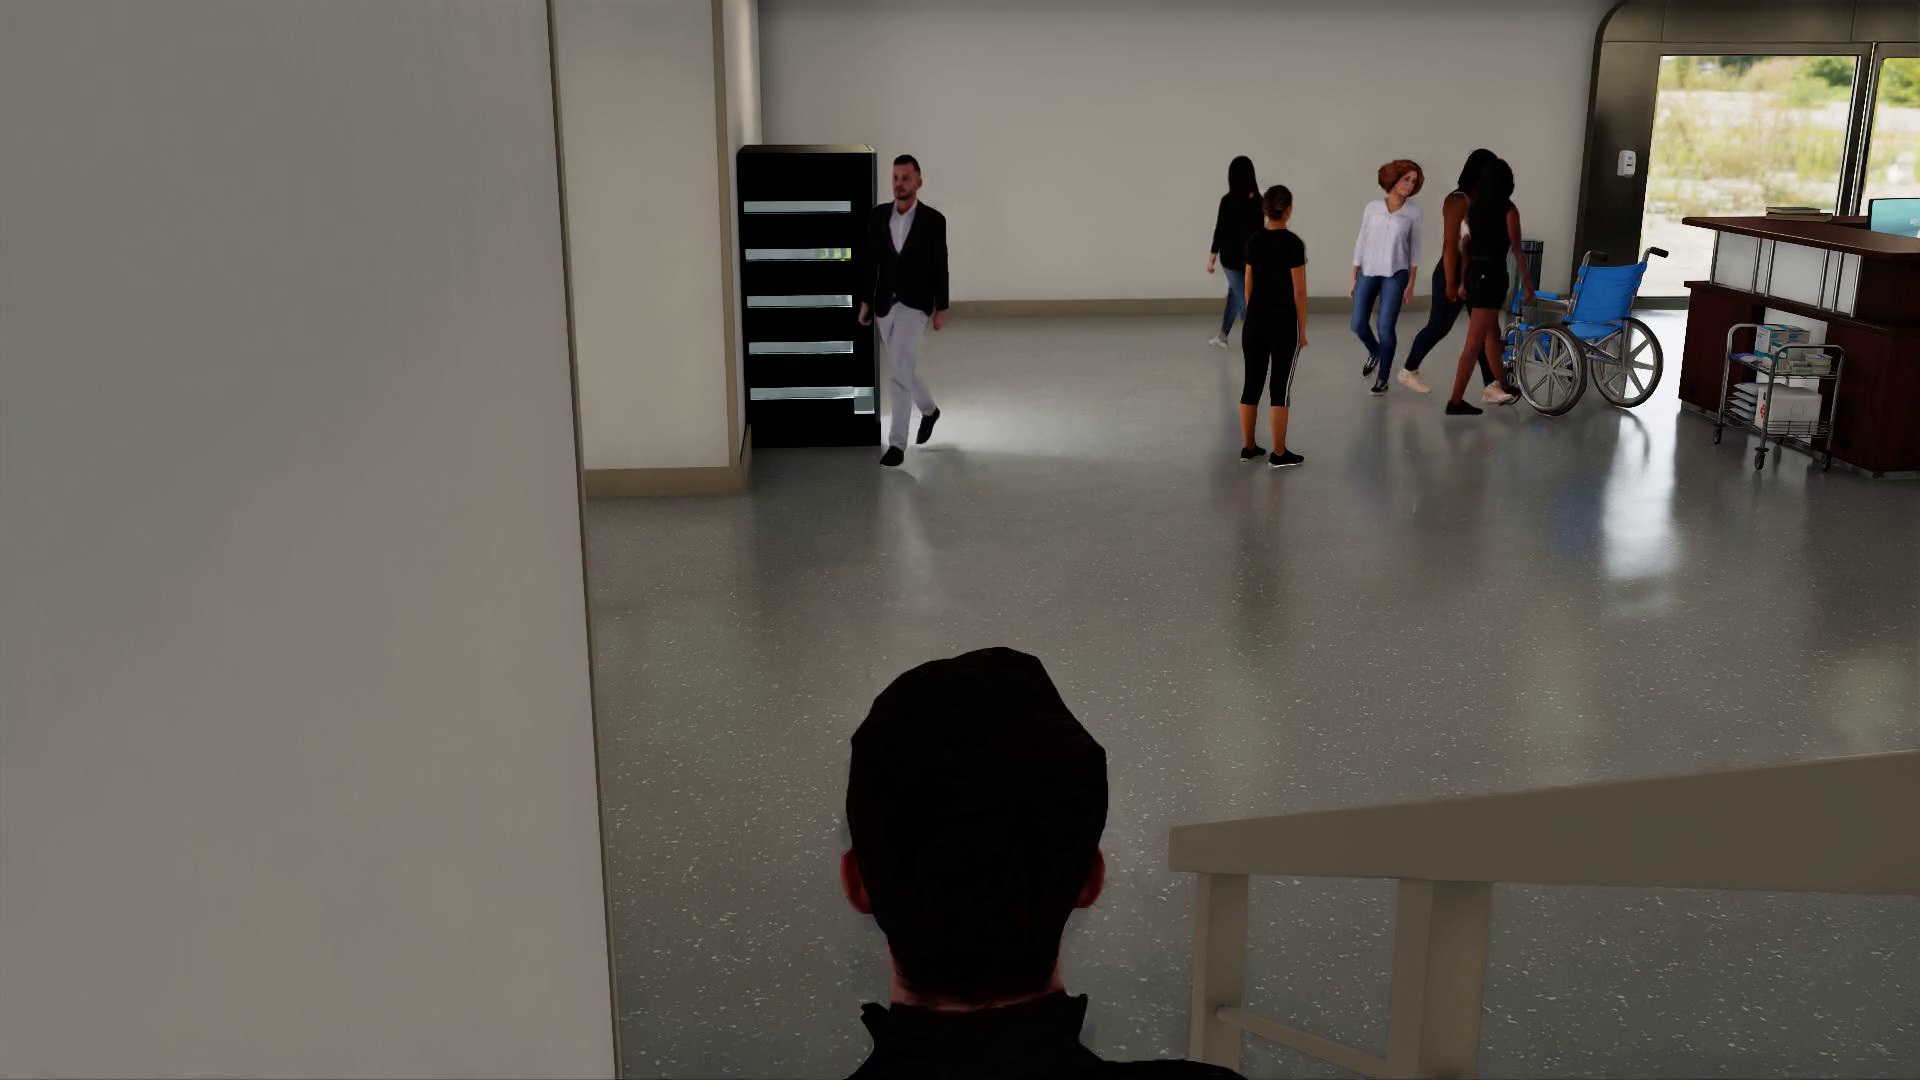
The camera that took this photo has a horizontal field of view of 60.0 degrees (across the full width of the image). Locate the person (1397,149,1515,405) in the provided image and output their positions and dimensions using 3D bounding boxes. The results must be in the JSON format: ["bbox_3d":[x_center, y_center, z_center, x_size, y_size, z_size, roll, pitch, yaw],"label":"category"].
[{"bbox_3d":[3.478,-1.834,11.762,1.002,1.756,1.307,-10,18,-31],"label":"person"}]

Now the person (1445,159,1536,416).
[{"bbox_3d":[3.509,-1.680,11.311,0.950,1.705,1.061,-5,17,-18],"label":"person"}]

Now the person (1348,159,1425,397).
[{"bbox_3d":[3.162,-1.938,12.251,0.887,1.691,0.968,12,20,37],"label":"person"}]

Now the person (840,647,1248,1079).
[{"bbox_3d":[0.033,1.056,1.271,0.756,1.887,1.155,-2,16,-7],"label":"person"}]

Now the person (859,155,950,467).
[{"bbox_3d":[-0.303,-1.384,10.079,1.079,1.802,1.310,7,17,24],"label":"person"}]

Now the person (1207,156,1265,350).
[{"bbox_3d":[2.336,-2.289,13.642,0.829,1.612,1.148,-7,17,-24],"label":"person"}]

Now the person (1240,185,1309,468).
[{"bbox_3d":[1.875,-1.290,9.996,0.655,1.667,0.730,15,22,43],"label":"person"}]
